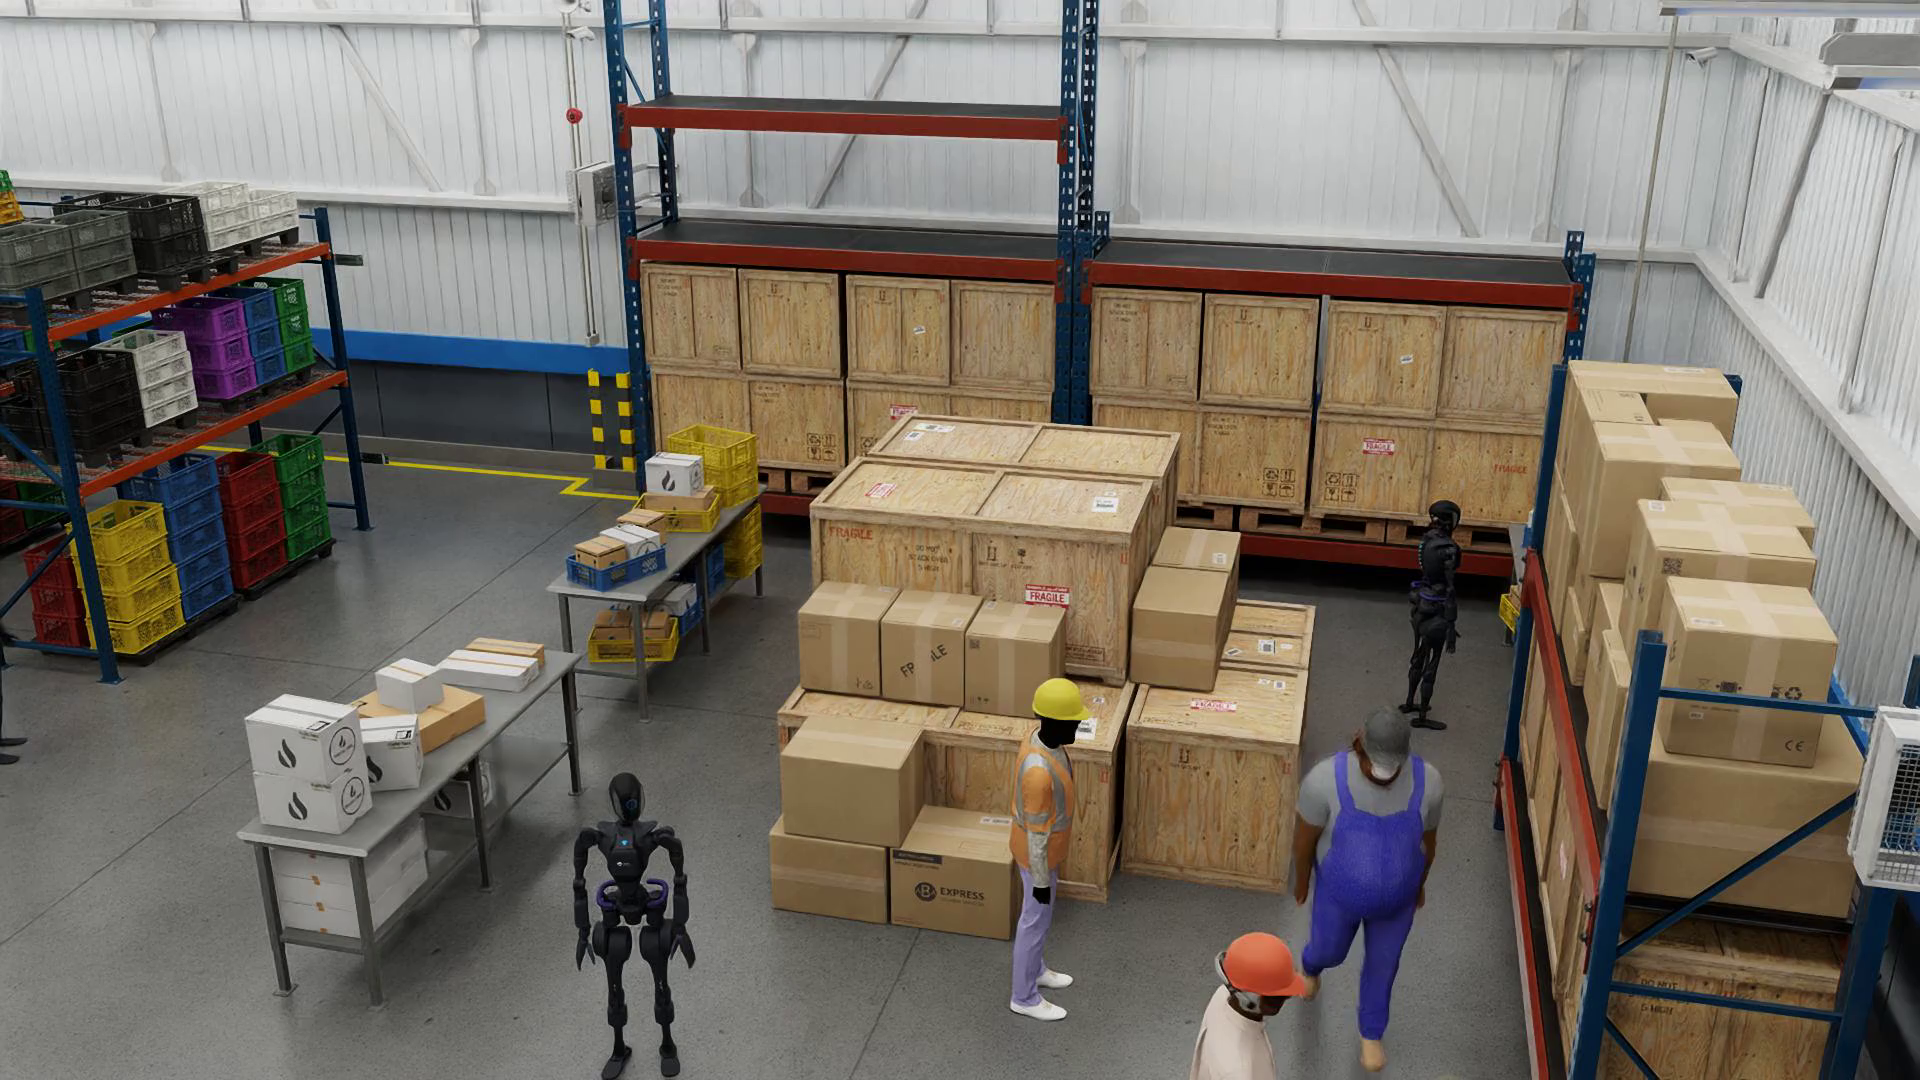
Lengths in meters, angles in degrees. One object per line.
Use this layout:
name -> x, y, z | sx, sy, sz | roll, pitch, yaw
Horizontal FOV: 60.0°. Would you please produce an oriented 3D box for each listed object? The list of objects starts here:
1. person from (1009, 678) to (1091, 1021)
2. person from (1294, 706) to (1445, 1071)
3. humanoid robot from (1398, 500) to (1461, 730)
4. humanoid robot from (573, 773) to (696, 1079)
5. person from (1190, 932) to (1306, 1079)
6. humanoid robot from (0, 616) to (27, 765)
person -> 0.457, 1.586, 8.593 | 0.398, 1.919, 0.586 | 3, 21, 7
person -> 2.014, 1.630, 8.302 | 0.698, 2.000, 0.741 | 1, 21, 3
humanoid robot -> 3.354, 0.507, 11.727 | 0.327, 1.657, 0.589 | -2, 21, -4
humanoid robot -> -1.589, 1.889, 8.108 | 0.589, 1.660, 0.327 | -2, 21, -4
person -> 1.071, 2.377, 6.416 | 0.398, 1.989, 0.622 | 2, 21, 5
humanoid robot -> -6.602, 0.692, 11.245 | 0.317, 1.657, 0.612 | -6, 22, -14
